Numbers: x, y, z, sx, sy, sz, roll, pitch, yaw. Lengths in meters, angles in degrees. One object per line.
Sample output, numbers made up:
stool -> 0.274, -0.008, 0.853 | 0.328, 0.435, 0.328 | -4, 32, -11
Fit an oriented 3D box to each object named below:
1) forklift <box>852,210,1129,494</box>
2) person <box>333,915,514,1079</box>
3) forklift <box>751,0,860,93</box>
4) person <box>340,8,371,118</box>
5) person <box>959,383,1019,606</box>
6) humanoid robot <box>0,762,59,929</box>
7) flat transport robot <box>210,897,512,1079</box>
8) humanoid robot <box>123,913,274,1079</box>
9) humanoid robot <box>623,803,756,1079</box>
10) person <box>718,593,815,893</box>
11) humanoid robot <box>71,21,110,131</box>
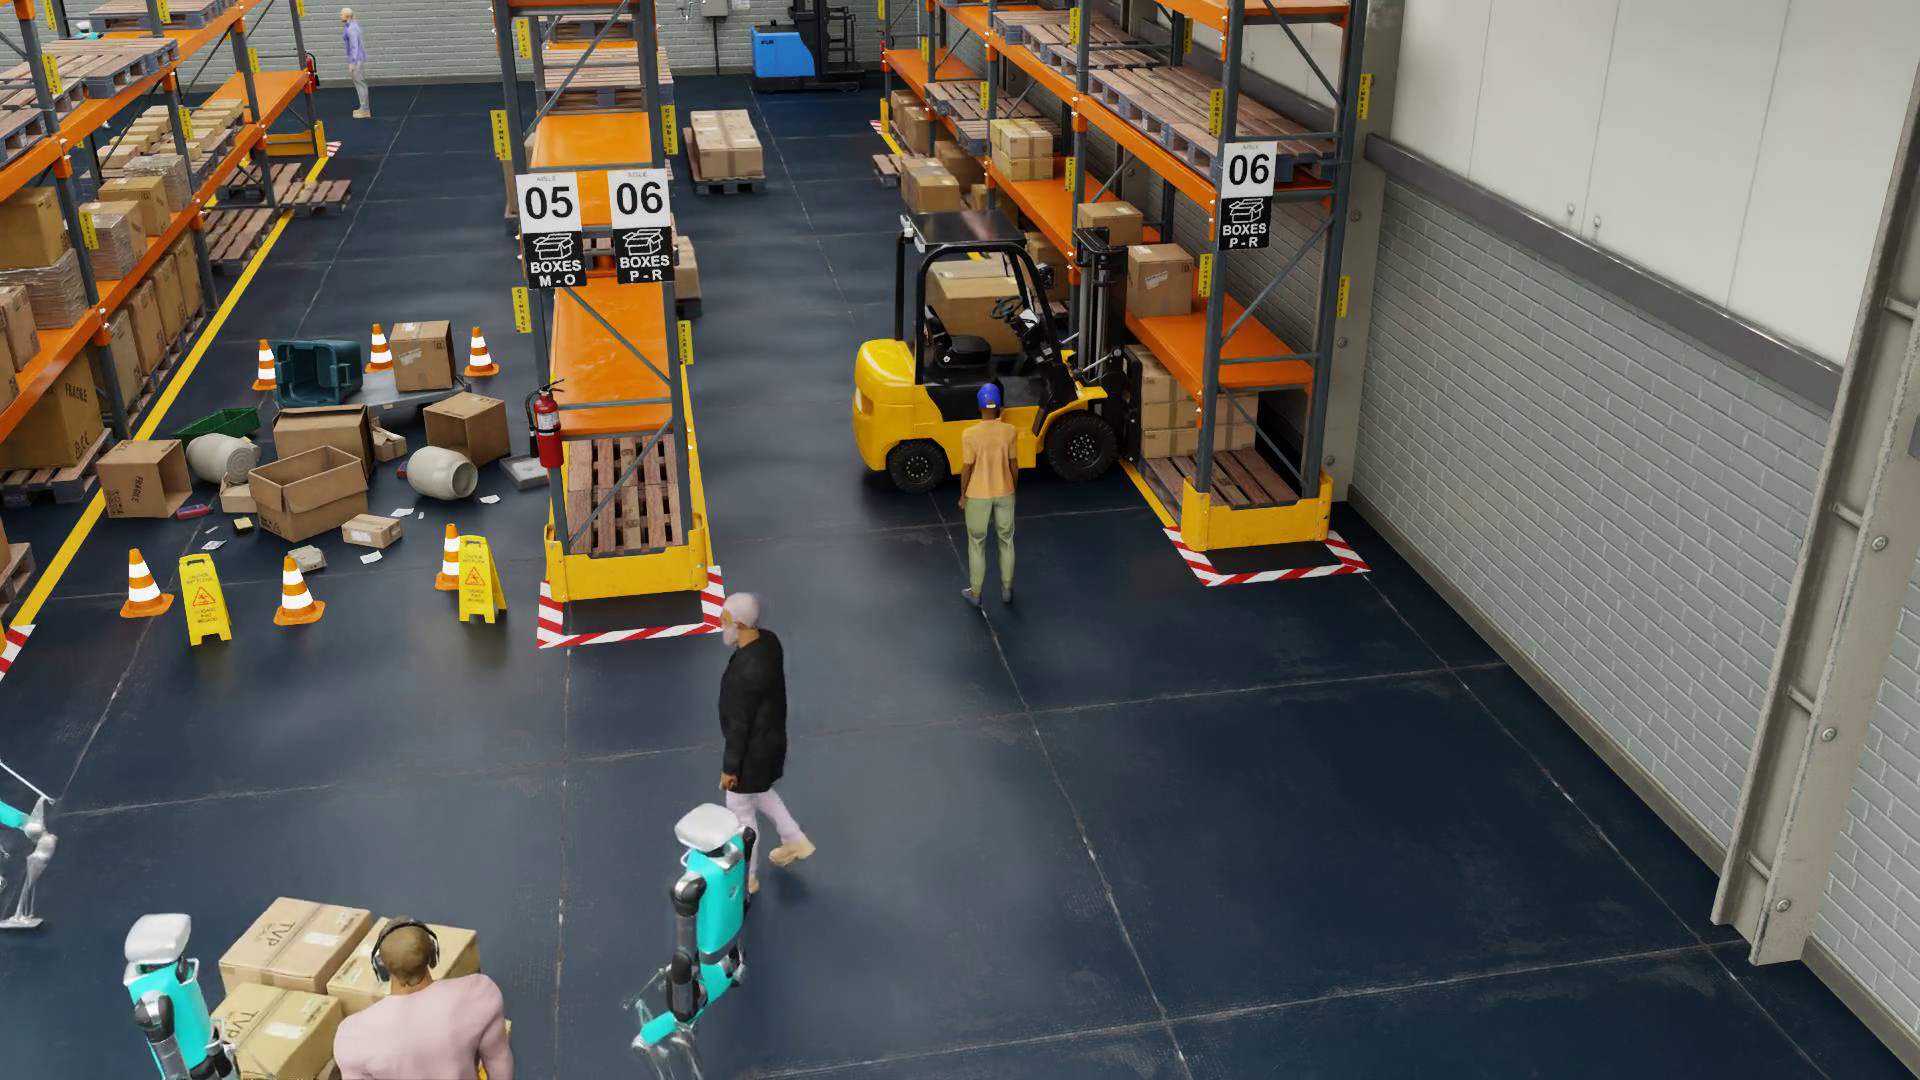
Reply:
forklift -> 0.216, -1.659, 14.366 | 2.313, 2.155, 1.214 | -5, 26, -10
person -> -2.034, 2.271, 6.473 | 0.635, 1.937, 0.359 | -15, 30, -29
forklift -> -2.872, -9.679, 30.288 | 1.873, 2.768, 1.129 | -5, 26, -10
person -> -10.249, -8.102, 28.234 | 0.387, 1.798, 0.603 | -7, 26, -14
person -> 0.208, -0.335, 12.154 | 0.439, 1.718, 0.353 | -7, 26, -14
humanoid robot -> -5.143, 1.325, 8.681 | 0.861, 1.763, 0.539 | 4, 26, 7
flat transport robot -> -2.924, 2.514, 7.894 | 1.431, 0.231, 0.659 | -1, 26, -1
humanoid robot -> -2.851, 2.256, 6.745 | 0.700, 1.803, 0.554 | -8, 27, -16
humanoid robot -> -1.252, 1.939, 7.438 | 0.672, 1.827, 0.538 | 11, 28, 22
person -> -1.136, 1.111, 8.993 | 0.503, 1.845, 0.557 | 4, 26, 7
humanoid robot -> -14.226, -7.541, 27.259 | 0.541, 1.898, 0.714 | -23, 34, -39
